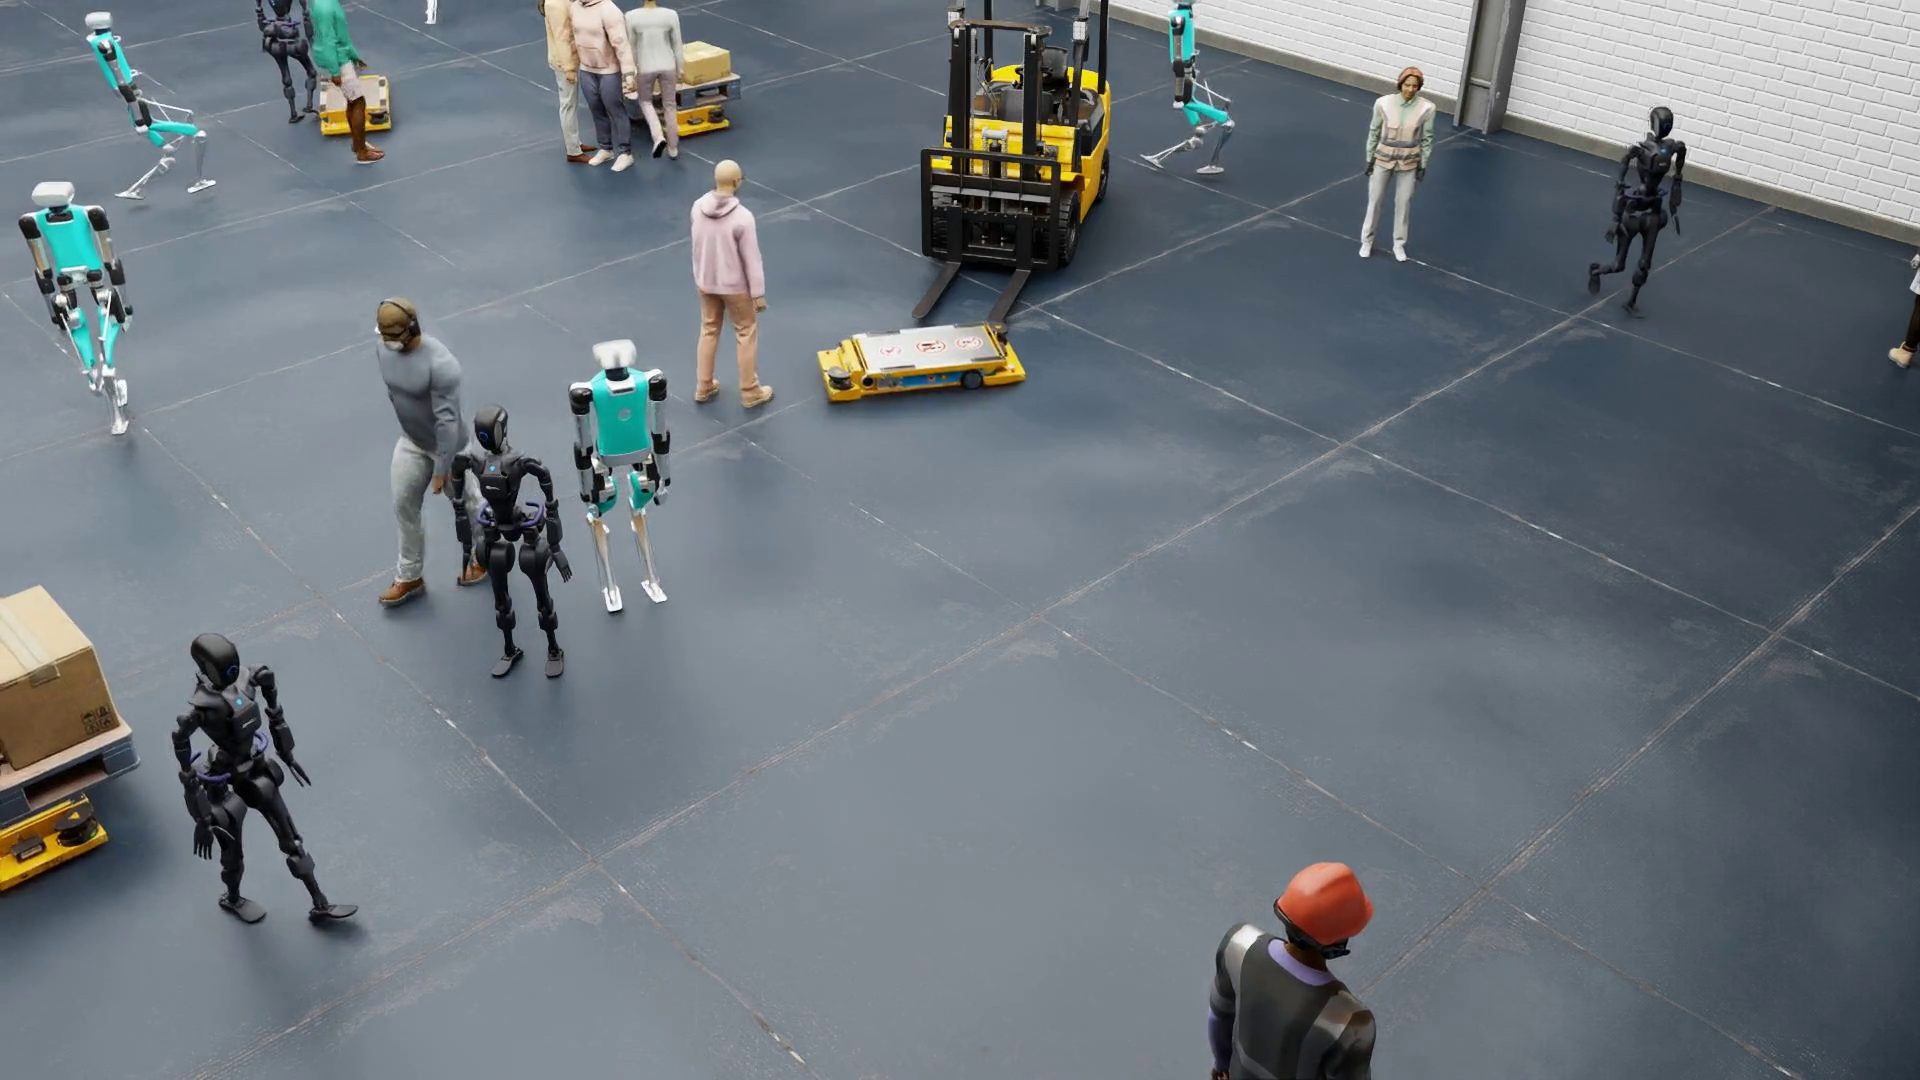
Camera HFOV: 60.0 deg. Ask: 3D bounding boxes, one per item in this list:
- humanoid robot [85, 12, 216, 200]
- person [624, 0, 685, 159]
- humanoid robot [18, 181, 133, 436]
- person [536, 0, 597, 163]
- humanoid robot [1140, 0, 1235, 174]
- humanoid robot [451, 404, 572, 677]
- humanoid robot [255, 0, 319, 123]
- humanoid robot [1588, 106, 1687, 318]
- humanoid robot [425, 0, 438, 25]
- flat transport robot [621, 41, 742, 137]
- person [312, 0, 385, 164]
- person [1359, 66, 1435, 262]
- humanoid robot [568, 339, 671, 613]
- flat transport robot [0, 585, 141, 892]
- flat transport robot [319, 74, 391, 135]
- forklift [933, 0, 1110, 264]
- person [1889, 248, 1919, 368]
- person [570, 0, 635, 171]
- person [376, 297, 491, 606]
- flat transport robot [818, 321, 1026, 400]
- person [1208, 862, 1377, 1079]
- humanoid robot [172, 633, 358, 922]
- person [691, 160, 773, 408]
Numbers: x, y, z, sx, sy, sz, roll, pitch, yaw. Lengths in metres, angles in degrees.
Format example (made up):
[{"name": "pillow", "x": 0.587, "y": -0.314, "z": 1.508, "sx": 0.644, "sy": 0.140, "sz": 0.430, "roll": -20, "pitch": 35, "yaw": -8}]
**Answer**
[{"name": "humanoid robot", "x": -7.117, "y": -3.819, "z": 14.729, "sx": 1.058, "sy": 1.734, "sz": 0.542, "roll": -18, "pitch": 37, "yaw": -25}, {"name": "person", "x": -2.847, "y": -4.418, "z": 15.594, "sx": 0.554, "sy": 1.754, "sz": 0.438, "roll": -10, "pitch": 34, "yaw": -15}, {"name": "humanoid robot", "x": -5.825, "y": -1.460, "z": 11.089, "sx": 0.541, "sy": 1.743, "sz": 1.024, "roll": -9, "pitch": 34, "yaw": -13}, {"name": "person", "x": -3.706, "y": -4.502, "z": 15.621, "sx": 0.402, "sy": 1.877, "sz": 0.552, "roll": -5, "pitch": 33, "yaw": -8}, {"name": "humanoid robot", "x": 2.188, "y": -4.113, "z": 15.156, "sx": 1.025, "sy": 1.729, "sz": 0.562, "roll": 8, "pitch": 34, "yaw": 12}, {"name": "humanoid robot", "x": -2.370, "y": 0.017, "z": 8.843, "sx": 0.599, "sy": 1.657, "sz": 0.315, "roll": 2, "pitch": 33, "yaw": 3}, {"name": "humanoid robot", "x": -6.730, "y": -5.017, "z": 16.598, "sx": 0.610, "sy": 1.648, "sz": 0.328, "roll": 6, "pitch": 34, "yaw": 9}, {"name": "humanoid robot", "x": 5.246, "y": -2.565, "z": 12.840, "sx": 0.583, "sy": 1.642, "sz": 0.554, "roll": -7, "pitch": 34, "yaw": -10}, {"name": "humanoid robot", "x": -6.336, "y": -6.960, "z": 19.531, "sx": 0.540, "sy": 1.765, "sz": 0.922, "roll": 2, "pitch": 33, "yaw": 3}, {"name": "flat transport robot", "x": -2.980, "y": -4.431, "z": 16.984, "sx": 0.659, "sy": 0.231, "sz": 1.431, "roll": -20, "pitch": 38, "yaw": -28}, {"name": "person", "x": -5.807, "y": -4.461, "z": 15.599, "sx": 0.480, "sy": 1.828, "sz": 0.546, "roll": -10, "pitch": 34, "yaw": -15}, {"name": "person", "x": 3.584, "y": -3.085, "z": 13.667, "sx": 0.514, "sy": 1.633, "sz": 0.316, "roll": 8, "pitch": 34, "yaw": 11}, {"name": "humanoid robot", "x": -1.935, "y": -0.404, "z": 9.421, "sx": 0.541, "sy": 1.754, "sz": 0.706, "roll": -14, "pitch": 36, "yaw": -20}, {"name": "flat transport robot", "x": -4.846, "y": 1.238, "z": 8.270, "sx": 0.659, "sy": 0.231, "sz": 1.431, "roll": -28, "pitch": 42, "yaw": -36}, {"name": "flat transport robot", "x": -6.208, "y": -4.489, "z": 17.072, "sx": 0.659, "sy": 0.231, "sz": 1.431, "roll": -9, "pitch": 34, "yaw": -14}, {"name": "forklift", "x": 0.570, "y": -3.725, "z": 14.138, "sx": 1.214, "sy": 2.155, "sz": 2.313, "roll": 9, "pitch": 34, "yaw": 13}, {"name": "person", "x": 7.153, "y": -2.033, "z": 11.987, "sx": 0.536, "sy": 1.695, "sz": 0.320, "roll": 5, "pitch": 33, "yaw": 7}, {"name": "person", "x": -3.333, "y": -4.392, "z": 15.473, "sx": 0.813, "sy": 1.855, "sz": 0.436, "roll": 17, "pitch": 37, "yaw": 24}, {"name": "person", "x": -3.068, "y": -0.473, "z": 9.404, "sx": 0.629, "sy": 1.899, "sz": 0.856, "roll": 17, "pitch": 37, "yaw": 24}, {"name": "flat transport robot", "x": -0.290, "y": -1.311, "z": 12.188, "sx": 1.431, "sy": 0.231, "sz": 0.659, "roll": -7, "pitch": 34, "yaw": -10}, {"name": "person", "x": 1.121, "y": 1.877, "z": 5.664, "sx": 0.391, "sy": 2.040, "sz": 0.613, "roll": -27, "pitch": 41, "yaw": -35}, {"name": "humanoid robot", "x": -3.117, "y": 1.066, "z": 7.262, "sx": 0.686, "sy": 1.623, "sz": 0.589, "roll": 15, "pitch": 36, "yaw": 22}, {"name": "person", "x": -1.618, "y": -1.739, "z": 11.469, "sx": 0.623, "sy": 1.769, "sz": 0.437, "roll": 16, "pitch": 37, "yaw": 24}]
